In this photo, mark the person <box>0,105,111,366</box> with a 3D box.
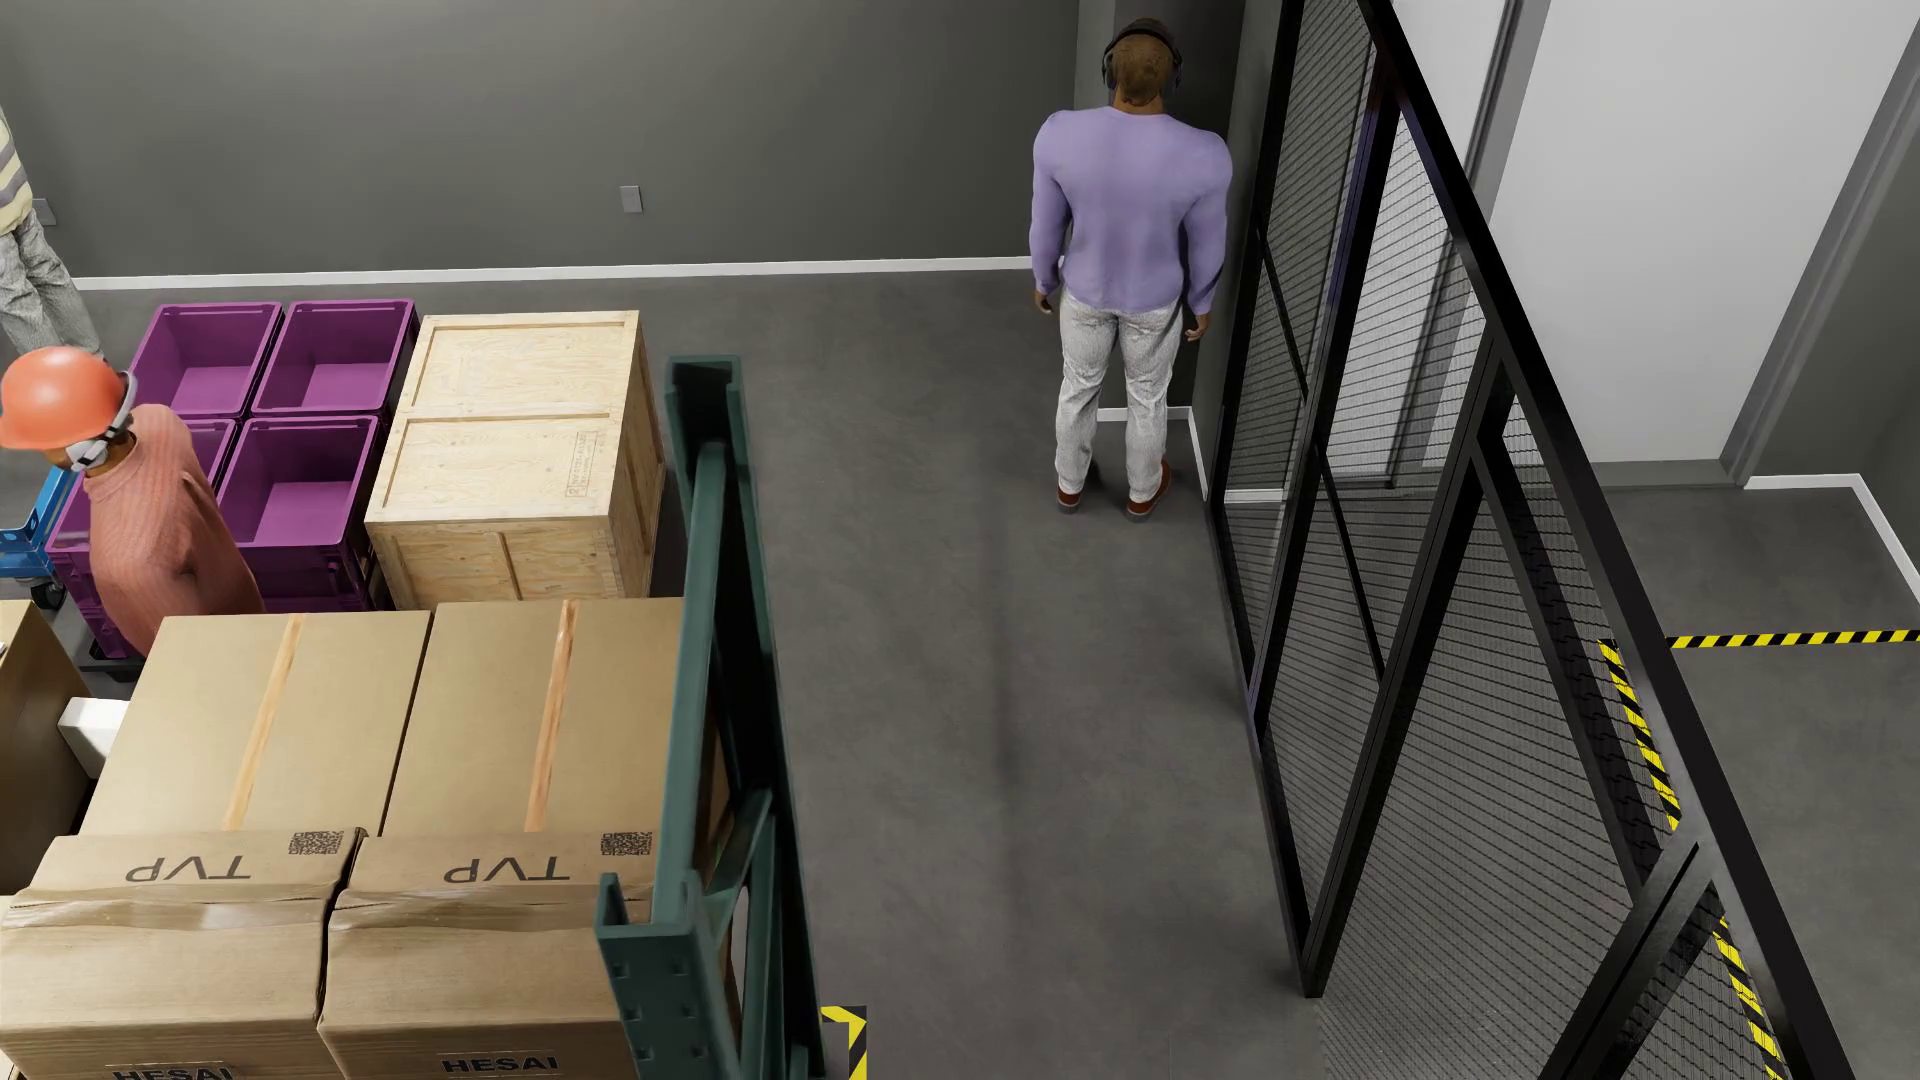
[{"bbox_3d":[-3.536,-1.192,5.967,0.404,1.833,0.589,0,46,0],"label":"person"}]

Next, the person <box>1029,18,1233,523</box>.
[{"bbox_3d":[0.546,-0.840,5.557,0.638,1.939,0.357,10,47,9],"label":"person"}]

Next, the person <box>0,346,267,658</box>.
[{"bbox_3d":[-2.047,0.261,4.469,0.386,1.994,0.611,-11,47,-11],"label":"person"}]
